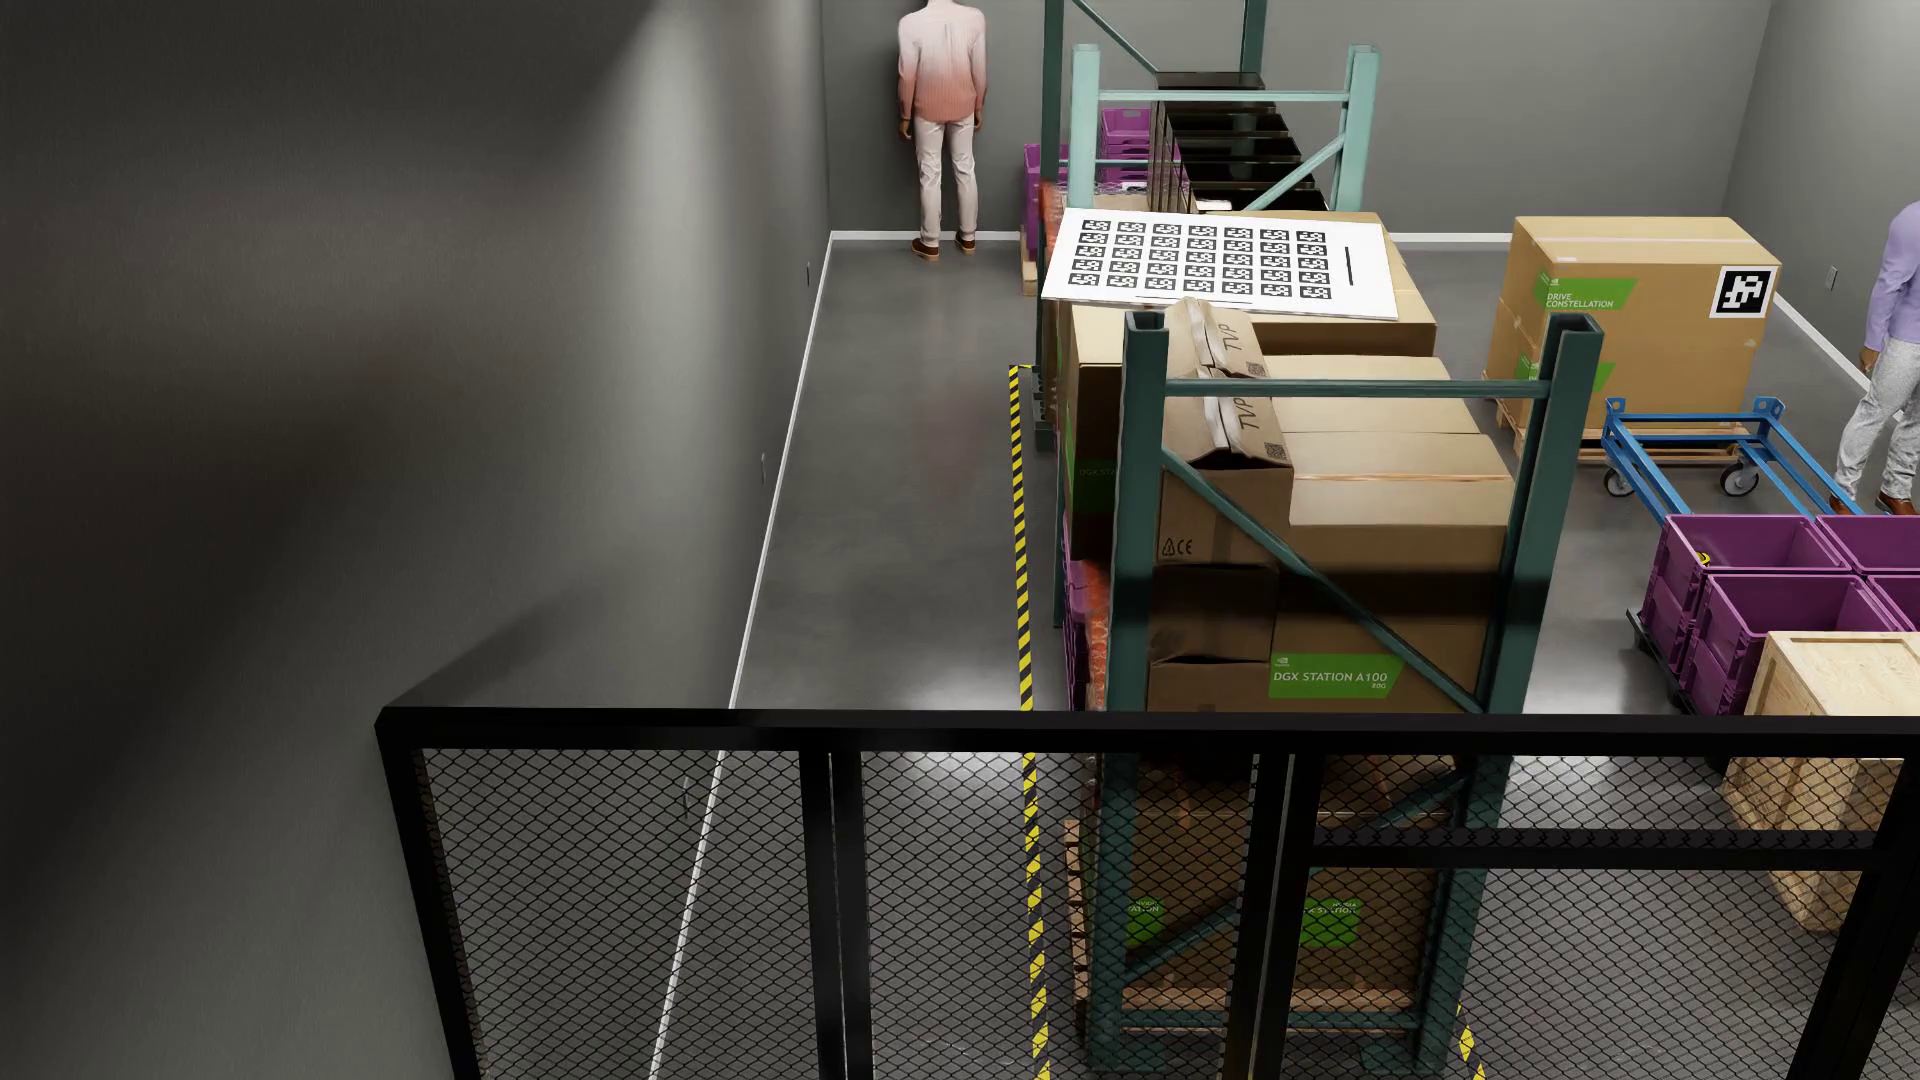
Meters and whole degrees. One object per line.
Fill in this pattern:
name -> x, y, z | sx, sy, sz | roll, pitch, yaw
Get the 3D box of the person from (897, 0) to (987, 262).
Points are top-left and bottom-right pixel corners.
person -> -0.125, -2.814, 10.835 | 0.612, 1.995, 0.392 | -11, 33, -18

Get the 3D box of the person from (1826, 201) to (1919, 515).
person -> 4.531, -0.939, 7.774 | 0.636, 1.938, 0.355 | -1, 31, -2
